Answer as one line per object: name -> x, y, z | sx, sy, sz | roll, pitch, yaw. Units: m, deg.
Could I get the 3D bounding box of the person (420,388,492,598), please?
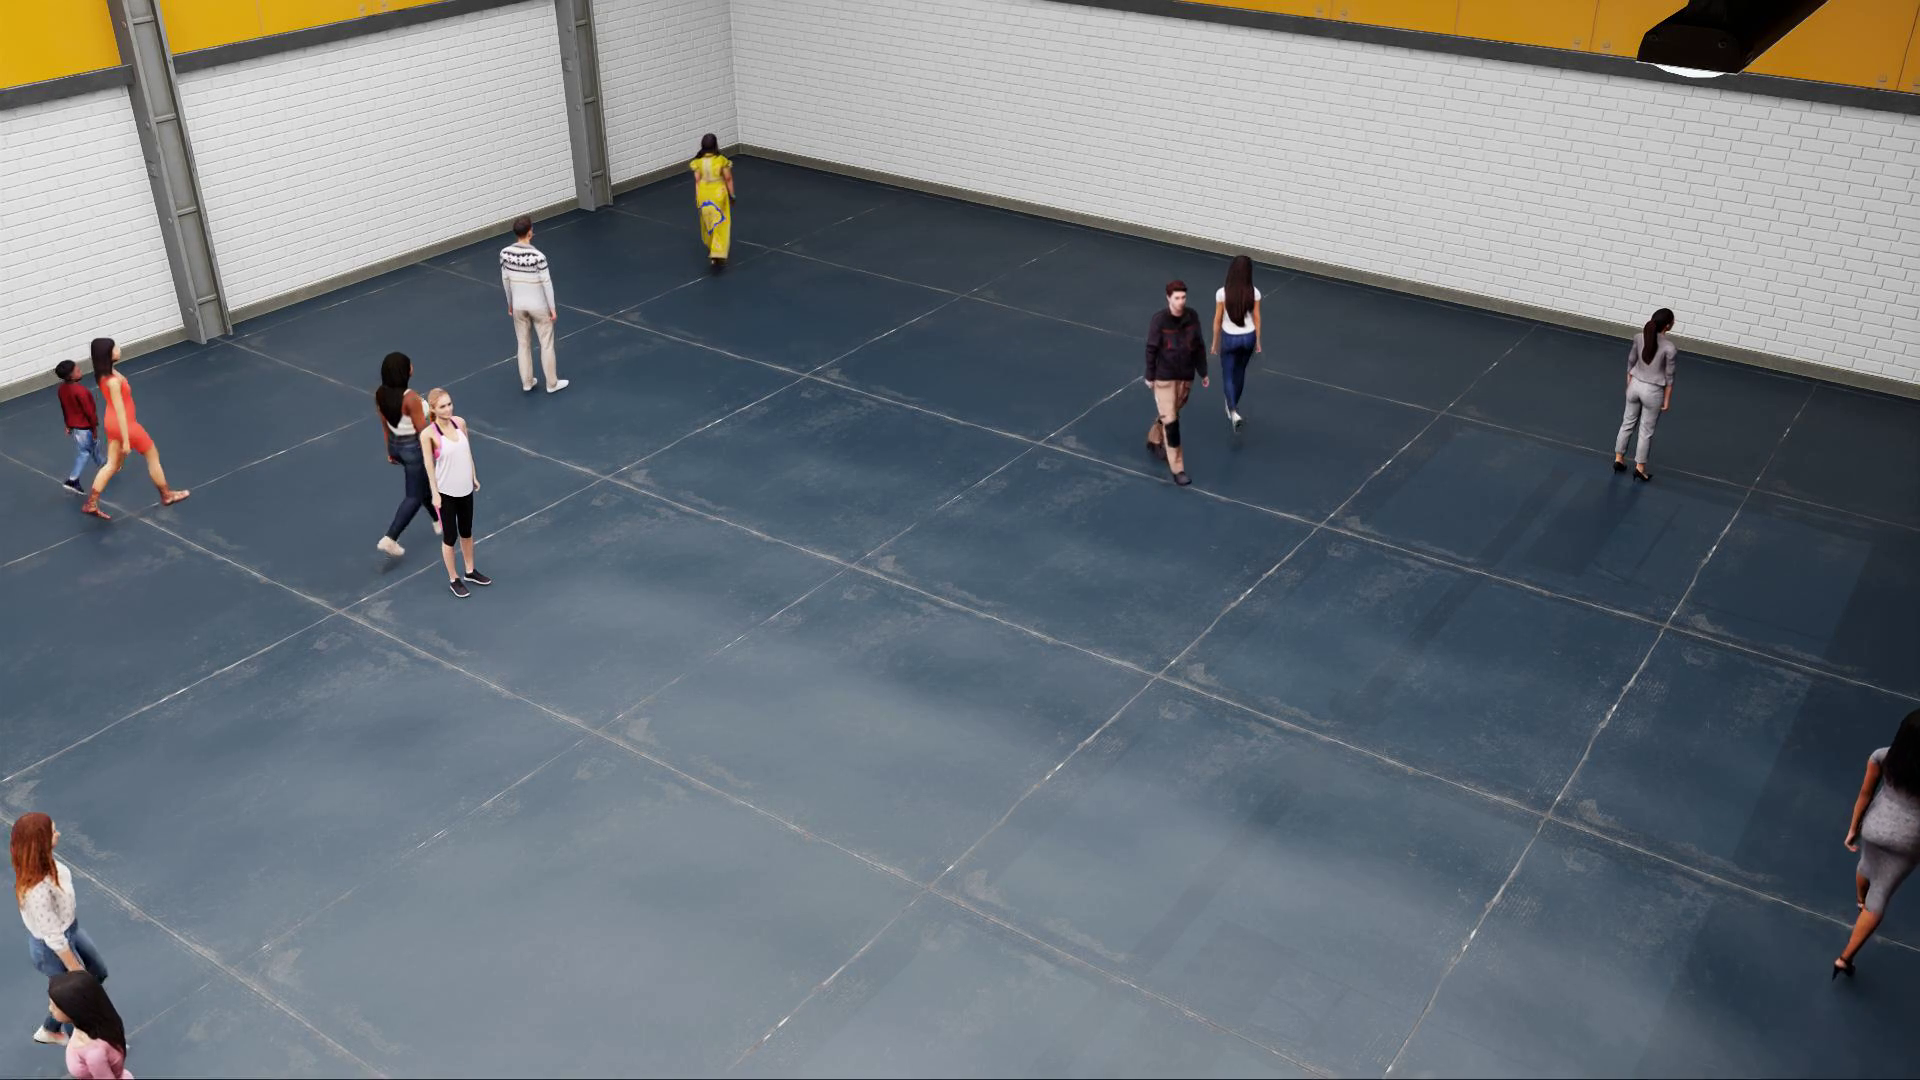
person -> -4.137, -0.408, 13.551 | 0.654, 1.788, 0.445 | 18, 34, 30

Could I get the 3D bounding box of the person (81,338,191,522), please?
person -> -7.465, -0.945, 14.650 | 0.651, 1.678, 1.160 | 23, 36, 36

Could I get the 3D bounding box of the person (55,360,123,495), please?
person -> -8.122, -1.039, 15.273 | 0.551, 1.247, 0.881 | 16, 32, 27

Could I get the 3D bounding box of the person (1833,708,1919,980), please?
person -> 5.324, 1.795, 9.566 | 1.145, 1.737, 0.726 | -25, 38, -38

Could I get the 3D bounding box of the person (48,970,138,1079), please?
person -> -3.992, 2.709, 7.885 | 0.607, 1.742, 0.641 | -18, 33, -29

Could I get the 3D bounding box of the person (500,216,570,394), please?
person -> -4.438, -2.426, 17.177 | 0.758, 1.860, 0.697 | 6, 29, 12

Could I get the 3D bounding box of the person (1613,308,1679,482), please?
person -> 6.350, -1.351, 15.395 | 0.698, 1.678, 0.700 | -19, 34, -31

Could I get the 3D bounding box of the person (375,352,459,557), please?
person -> -4.720, -0.697, 14.096 | 0.647, 1.774, 1.153 | 18, 33, 30

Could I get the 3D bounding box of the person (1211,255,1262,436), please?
person -> 2.719, -1.870, 16.277 | 1.069, 1.745, 1.200 | -1, 29, -1

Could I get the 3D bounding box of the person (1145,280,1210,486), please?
person -> 1.962, -1.527, 15.507 | 1.268, 1.879, 1.193 | -11, 30, -19

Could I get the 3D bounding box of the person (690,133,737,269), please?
person -> -3.066, -4.176, 20.637 | 1.075, 1.617, 1.316 | 4, 29, 8

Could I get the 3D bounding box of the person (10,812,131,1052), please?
person -> -4.897, 2.192, 8.864 | 0.824, 1.712, 0.757 | -12, 31, -21
